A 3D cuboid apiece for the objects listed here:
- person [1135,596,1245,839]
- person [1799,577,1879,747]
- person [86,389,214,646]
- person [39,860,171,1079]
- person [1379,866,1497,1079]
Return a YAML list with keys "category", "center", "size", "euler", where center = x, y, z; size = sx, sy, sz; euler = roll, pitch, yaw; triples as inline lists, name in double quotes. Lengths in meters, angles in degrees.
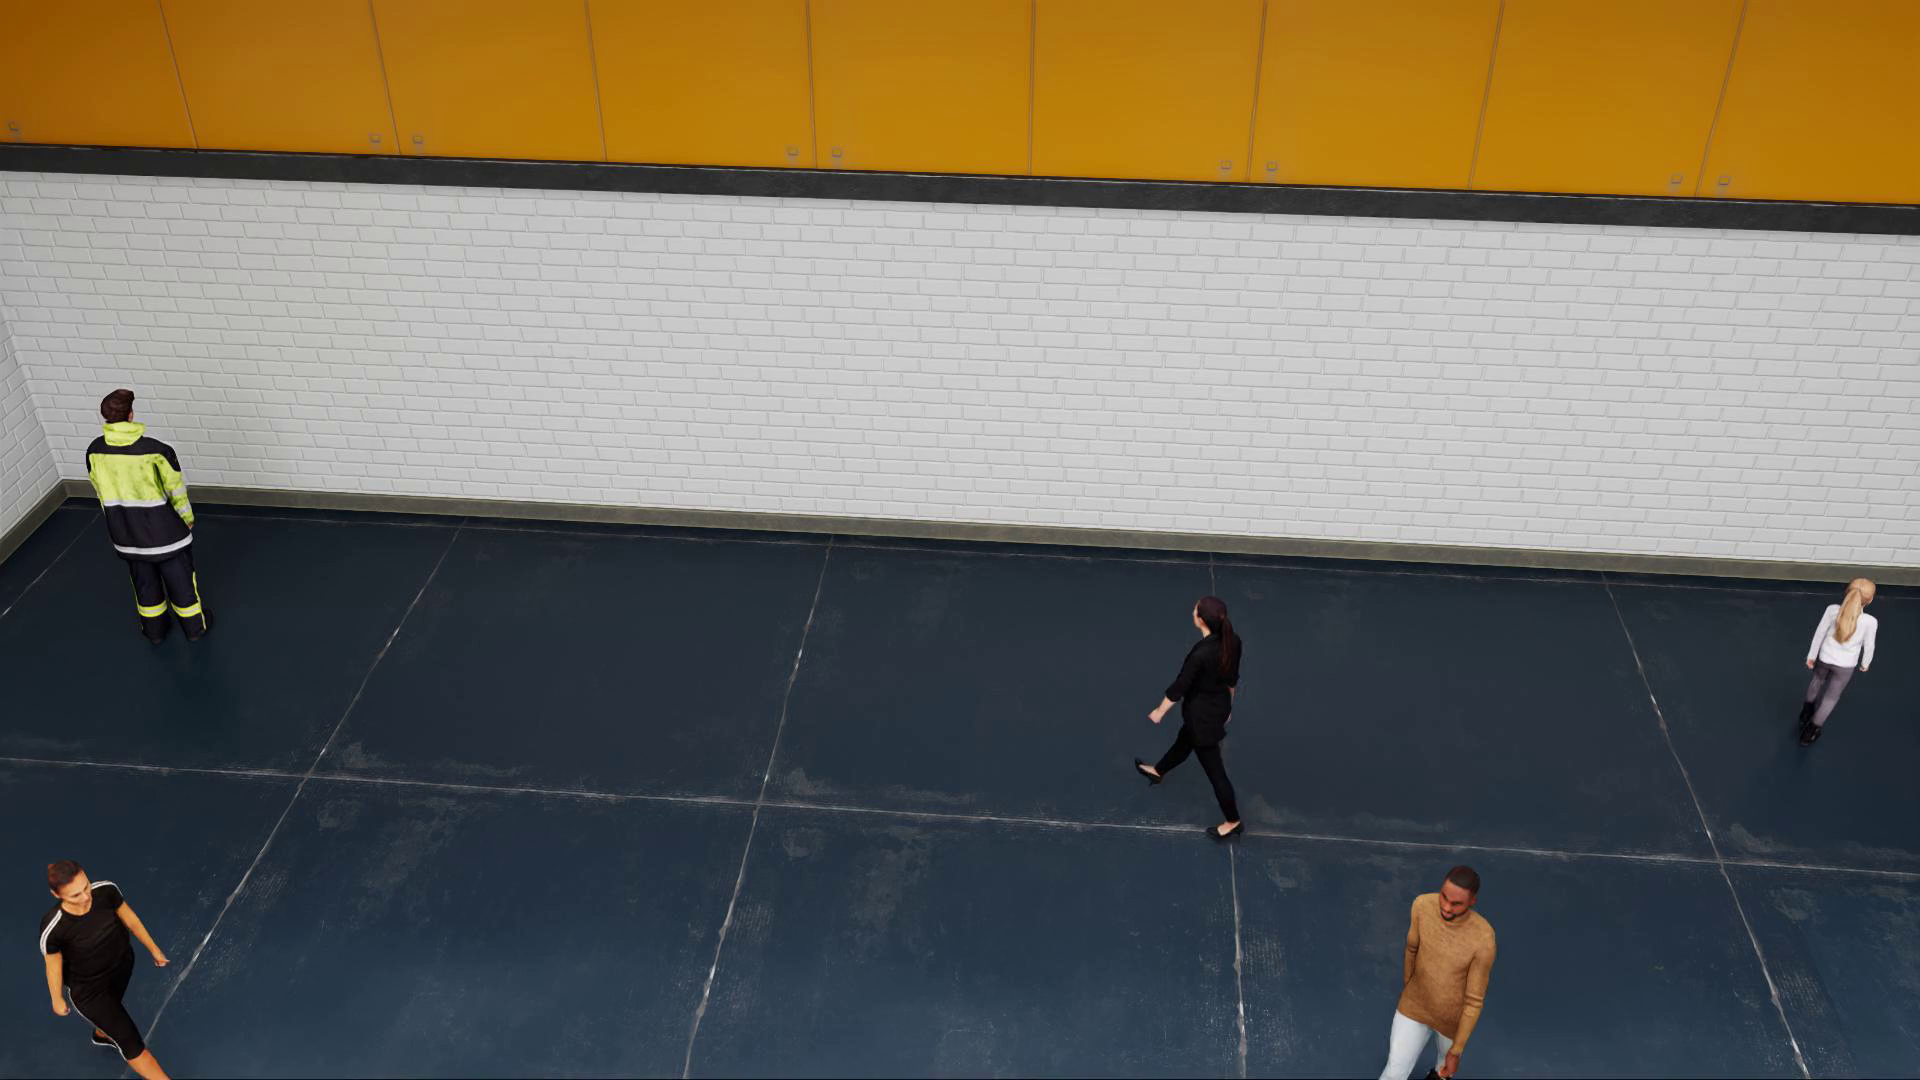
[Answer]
- category: "person"
  center: [1.560, 1.144, 10.065]
  size: [1.088, 1.597, 1.129]
  euler: [24, 40, 31]
- category: "person"
  center: [5.700, 0.817, 10.856]
  size: [0.733, 1.266, 0.669]
  euler: [-26, 42, -34]
- category: "person"
  center: [-5.707, -0.153, 11.668]
  size: [0.803, 1.983, 0.693]
  euler: [-2, 34, -3]
- category: "person"
  center: [-4.421, 2.191, 8.468]
  size: [1.003, 1.621, 1.159]
  euler: [14, 36, 20]
- category: "person"
  center: [2.418, 2.269, 8.223]
  size: [1.057, 1.763, 1.239]
  euler: [25, 41, 32]
